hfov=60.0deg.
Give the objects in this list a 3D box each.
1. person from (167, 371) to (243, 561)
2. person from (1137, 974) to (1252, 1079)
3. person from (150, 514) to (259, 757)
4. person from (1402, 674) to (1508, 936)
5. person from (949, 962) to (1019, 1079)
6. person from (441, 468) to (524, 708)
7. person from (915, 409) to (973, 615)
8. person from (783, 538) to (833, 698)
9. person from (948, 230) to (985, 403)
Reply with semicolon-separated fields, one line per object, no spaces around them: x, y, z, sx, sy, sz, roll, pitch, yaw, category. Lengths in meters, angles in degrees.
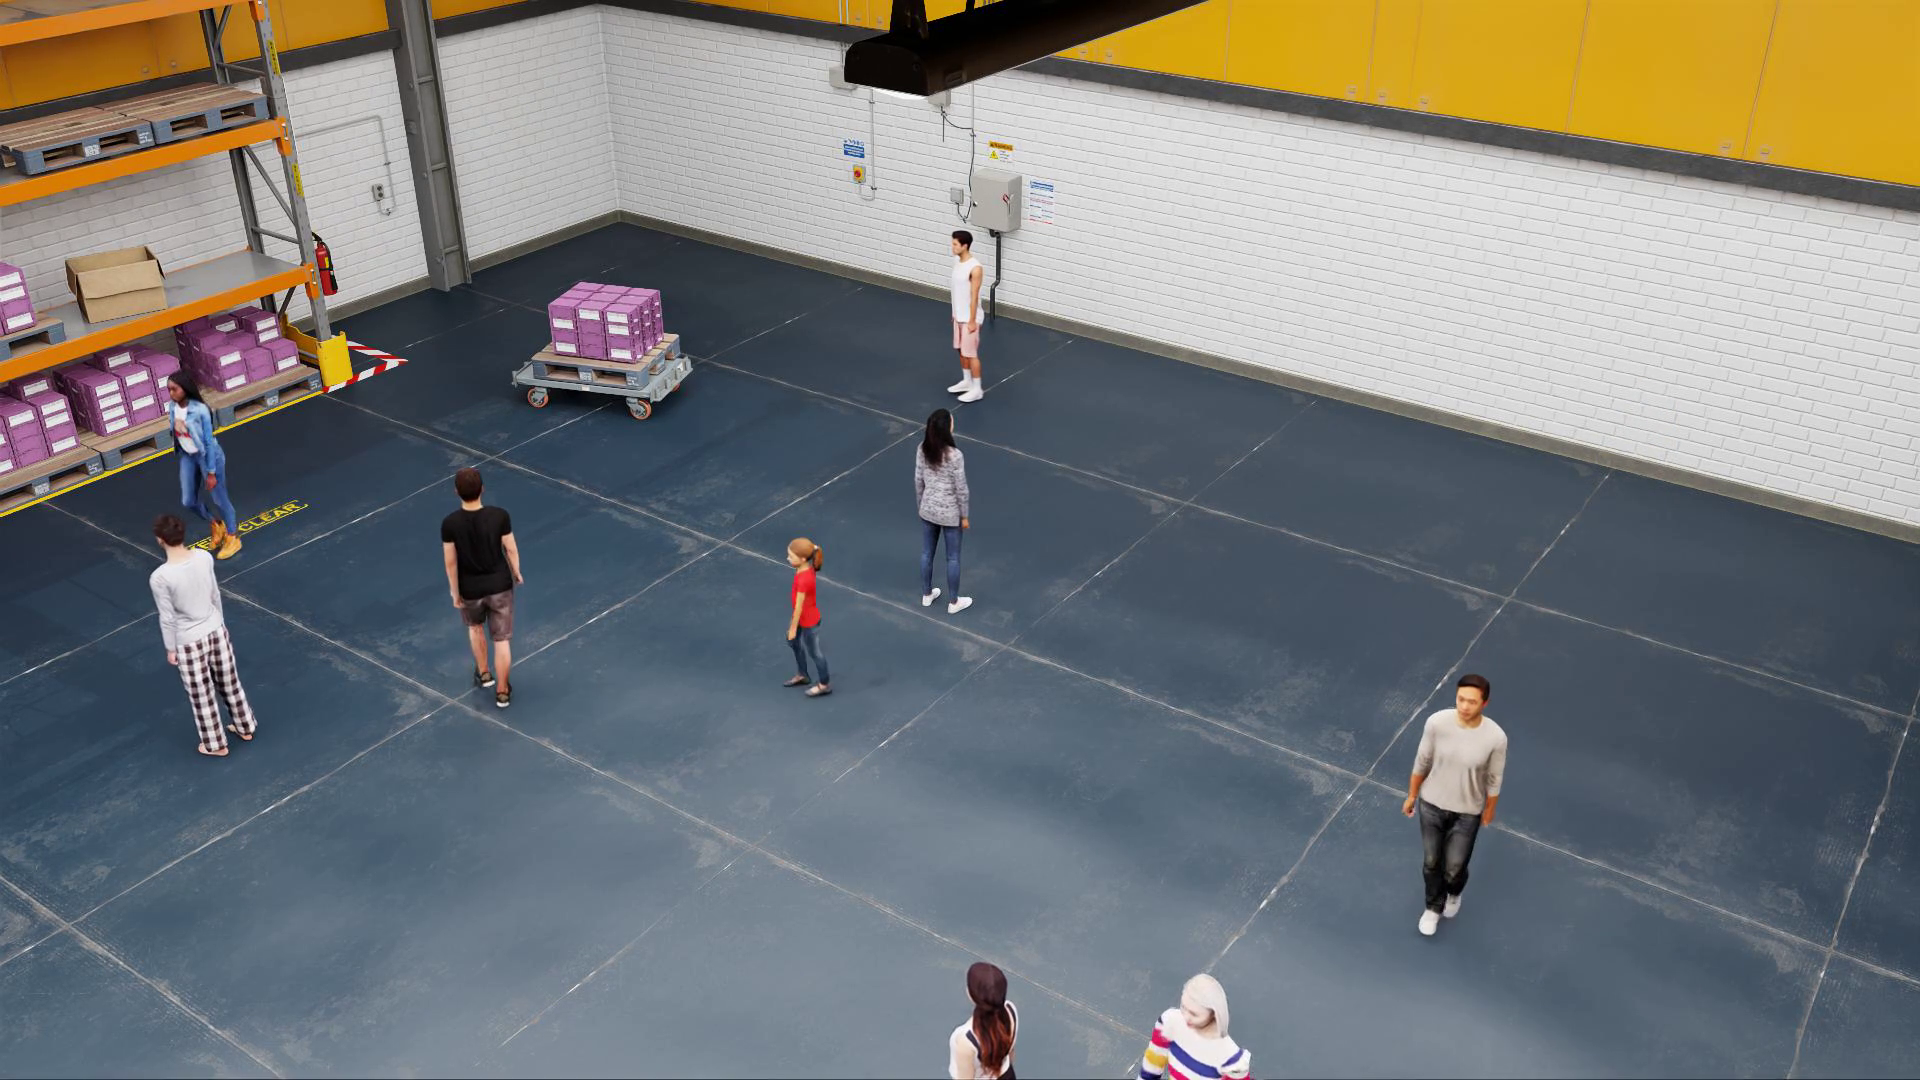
-6.327;-0.666;14.056;0.714;1.699;0.728;8;30;14;person
1.202;2.690;7.833;1.113;1.767;0.830;-24;37;-37;person
-5.253;0.654;11.482;0.691;1.847;0.480;16;33;27;person
2.955;1.531;9.922;0.672;1.800;0.687;16;32;26;person
0.125;2.688;7.960;0.622;1.649;0.462;22;35;34;person
-3.425;0.384;11.981;0.909;1.843;0.962;-6;29;-11;person
-0.151;-0.238;13.238;0.611;1.732;0.519;17;33;29;person
-1.053;0.572;12.206;0.693;1.298;0.633;-5;29;-9;person
0.093;-2.300;16.970;0.743;1.778;0.736;-13;31;-22;person
